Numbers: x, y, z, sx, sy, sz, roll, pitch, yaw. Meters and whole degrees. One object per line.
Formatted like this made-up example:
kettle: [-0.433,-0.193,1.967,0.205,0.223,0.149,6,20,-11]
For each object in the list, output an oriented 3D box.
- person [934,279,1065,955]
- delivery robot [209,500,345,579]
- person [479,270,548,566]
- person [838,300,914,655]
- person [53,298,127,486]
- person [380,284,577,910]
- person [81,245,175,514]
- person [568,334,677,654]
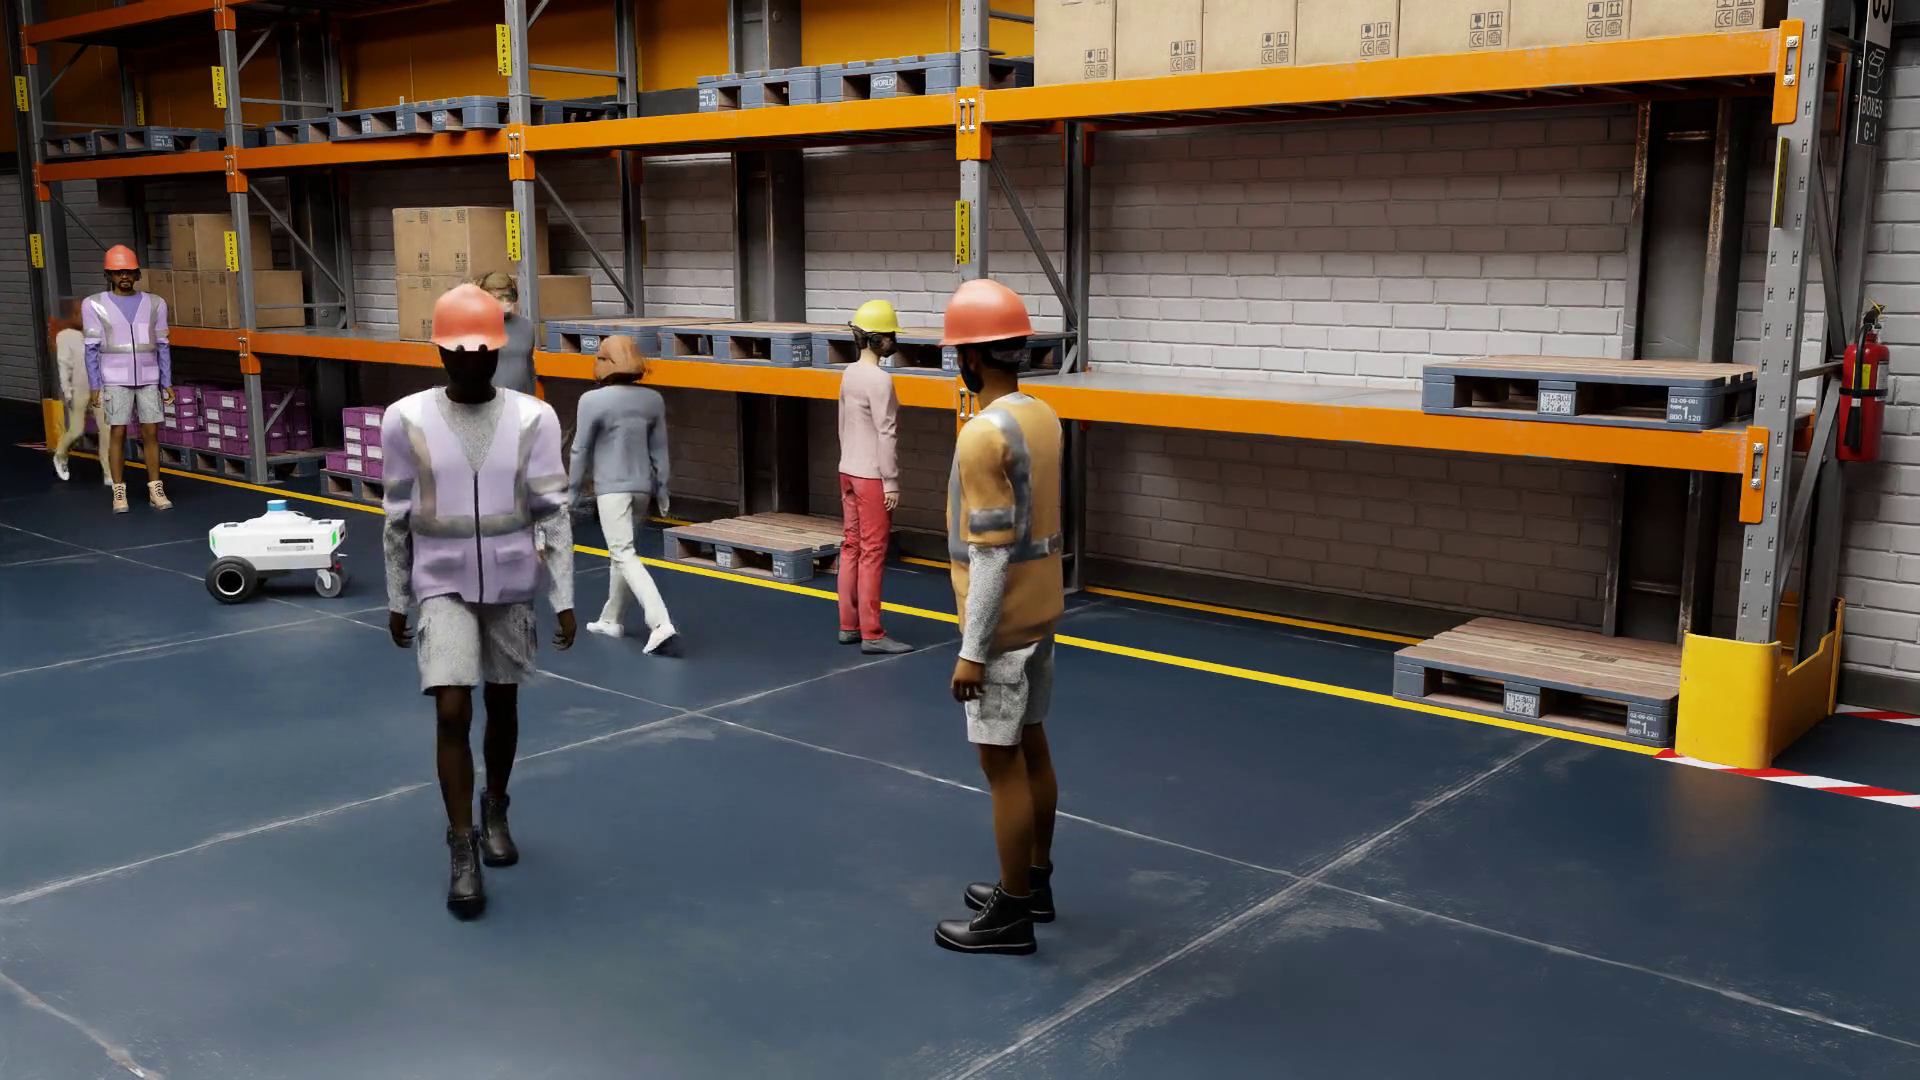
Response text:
person: [0.102,0.230,4.778,0.375,1.934,0.547,4,11,21]
delivery robot: [-3.960,0.011,9.679,0.707,0.478,0.477,-2,10,-12]
person: [-3.000,-0.782,10.673,0.942,1.899,0.630,6,12,31]
person: [-0.433,-0.315,8.354,0.331,1.767,0.527,-5,11,-26]
person: [-7.477,-1.259,14.172,0.686,1.608,0.505,6,12,31]
person: [-1.485,0.169,5.187,0.565,1.900,0.842,-4,11,-21]
person: [-6.361,-1.231,12.769,0.614,2.047,0.361,-8,13,-39]
person: [-1.675,-0.241,8.420,0.832,1.598,0.513,9,13,40]
